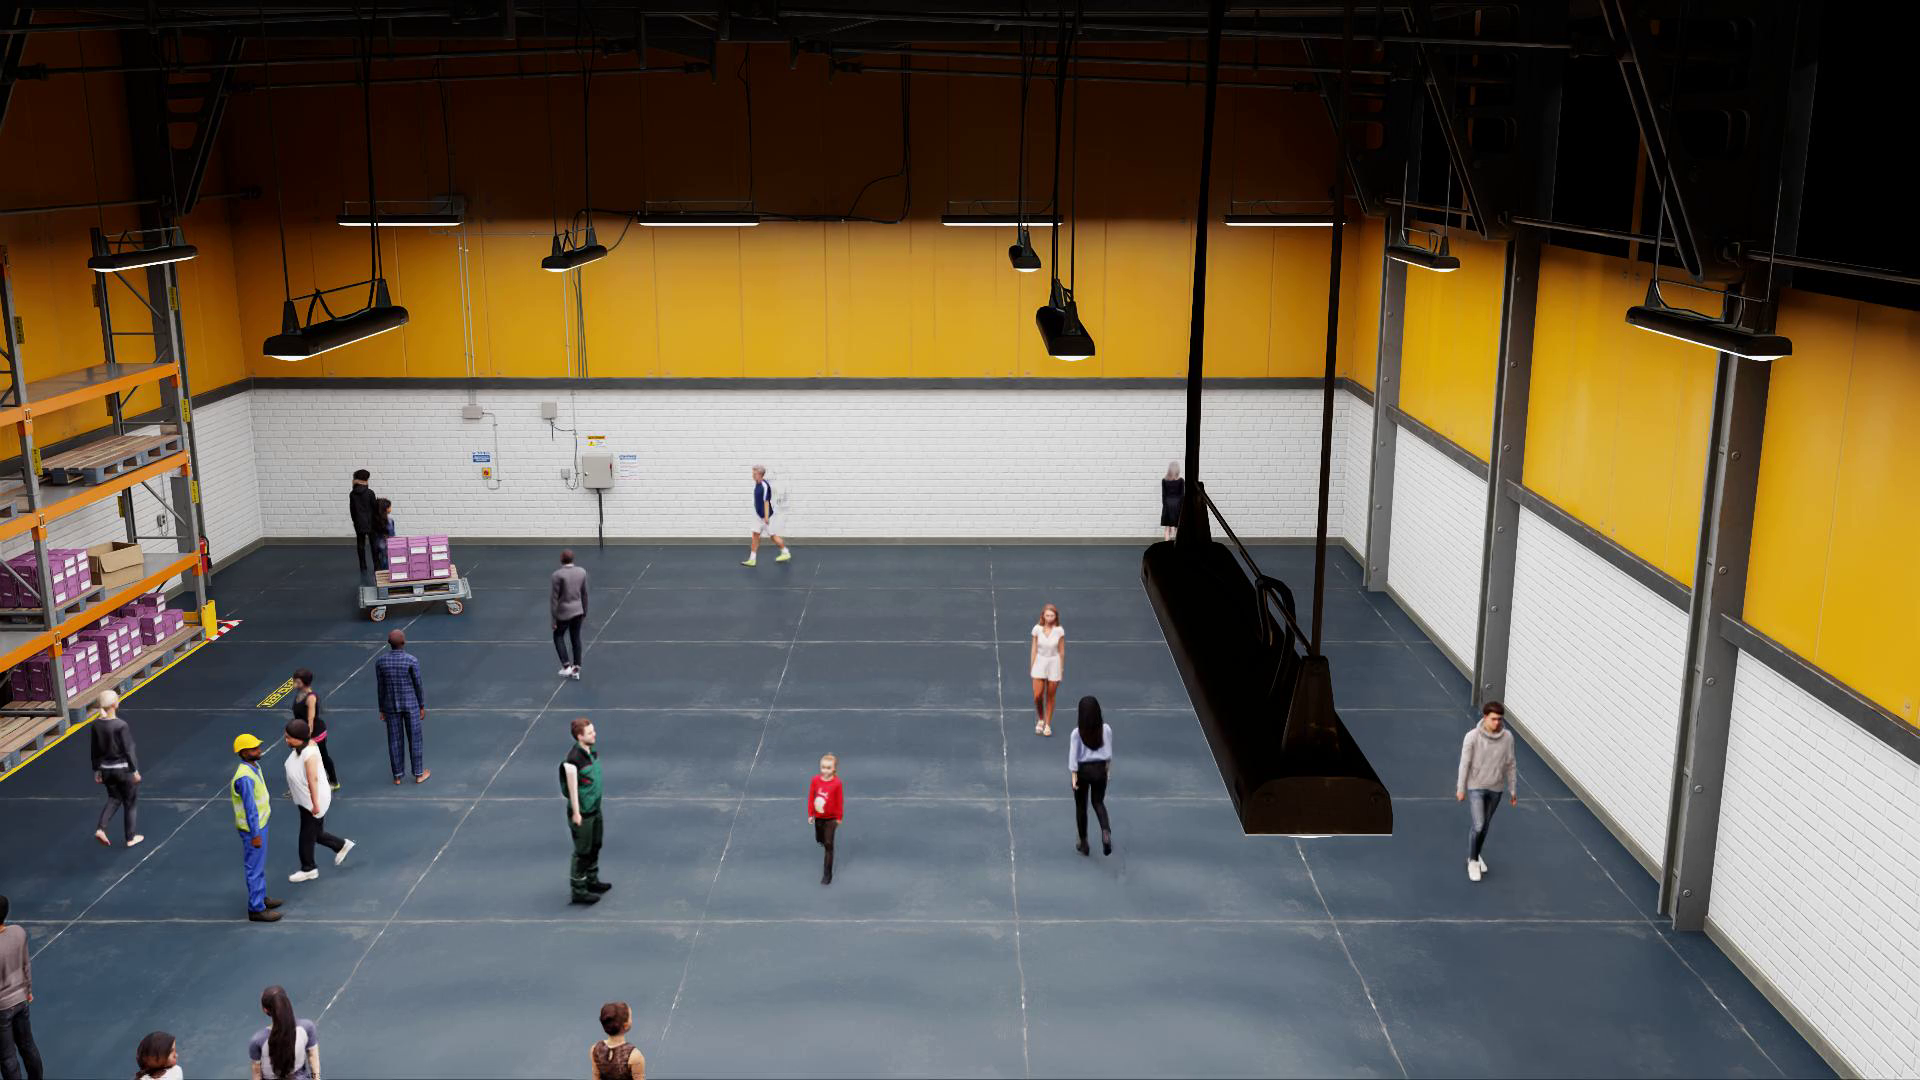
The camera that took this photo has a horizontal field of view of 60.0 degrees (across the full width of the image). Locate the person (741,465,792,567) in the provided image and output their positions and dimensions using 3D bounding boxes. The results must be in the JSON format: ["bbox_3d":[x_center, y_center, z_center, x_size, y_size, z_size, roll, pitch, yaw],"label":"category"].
[{"bbox_3d":[-3.301,-0.425,28.677,1.104,1.784,1.190,-6,15,-24],"label":"person"}]

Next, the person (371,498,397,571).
[{"bbox_3d":[-9.302,0.137,26.718,0.784,1.615,0.720,-13,19,-42],"label":"person"}]

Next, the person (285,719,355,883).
[{"bbox_3d":[-6.422,2.562,16.588,0.934,1.668,0.944,-7,15,-26],"label":"person"}]

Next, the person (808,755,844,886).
[{"bbox_3d":[-1.333,2.751,16.670,0.639,1.262,0.926,4,14,14],"label":"person"}]

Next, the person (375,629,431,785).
[{"bbox_3d":[-6.384,1.894,19.027,0.688,1.818,0.623,-2,14,-7],"label":"person"}]

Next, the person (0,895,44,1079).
[{"bbox_3d":[-7.181,3.497,12.516,0.770,1.767,0.569,11,18,39],"label":"person"}]

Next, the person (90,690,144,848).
[{"bbox_3d":[-8.756,2.393,17.190,0.708,1.714,0.812,3,14,13],"label":"person"}]

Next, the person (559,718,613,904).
[{"bbox_3d":[-3.632,2.591,16.102,0.740,1.841,0.575,3,14,12],"label":"person"}]

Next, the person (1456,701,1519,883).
[{"bbox_3d":[5.237,2.450,16.704,0.748,1.832,0.853,-2,14,-10],"label":"person"}]

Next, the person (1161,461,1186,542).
[{"bbox_3d":[3.743,-0.530,29.185,0.653,1.748,0.643,4,14,14],"label":"person"}]

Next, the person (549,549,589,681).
[{"bbox_3d":[-5.272,1.035,22.598,0.867,1.807,0.890,-10,17,-35],"label":"person"}]

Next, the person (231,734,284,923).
[{"bbox_3d":[-6.684,2.692,15.744,0.778,1.813,0.613,-4,14,-15],"label":"person"}]

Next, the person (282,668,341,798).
[{"bbox_3d":[-7.240,2.138,18.667,0.957,1.514,0.876,-11,18,-39],"label":"person"}]

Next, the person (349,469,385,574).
[{"bbox_3d":[-10.104,-0.323,28.272,0.619,1.777,0.600,-1,14,-3],"label":"person"}]

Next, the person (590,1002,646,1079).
[{"bbox_3d":[-2.314,3.901,11.102,0.888,1.648,1.145,7,15,26],"label":"person"}]

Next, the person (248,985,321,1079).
[{"bbox_3d":[-4.573,3.849,11.360,0.881,1.627,0.973,-10,17,-34],"label":"person"}]

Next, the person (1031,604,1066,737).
[{"bbox_3d":[1.084,1.576,20.622,0.584,1.686,0.615,1,14,4],"label":"person"}]

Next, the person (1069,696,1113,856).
[{"bbox_3d":[1.367,2.451,16.918,0.793,1.729,0.955,-4,14,-17],"label":"person"}]
